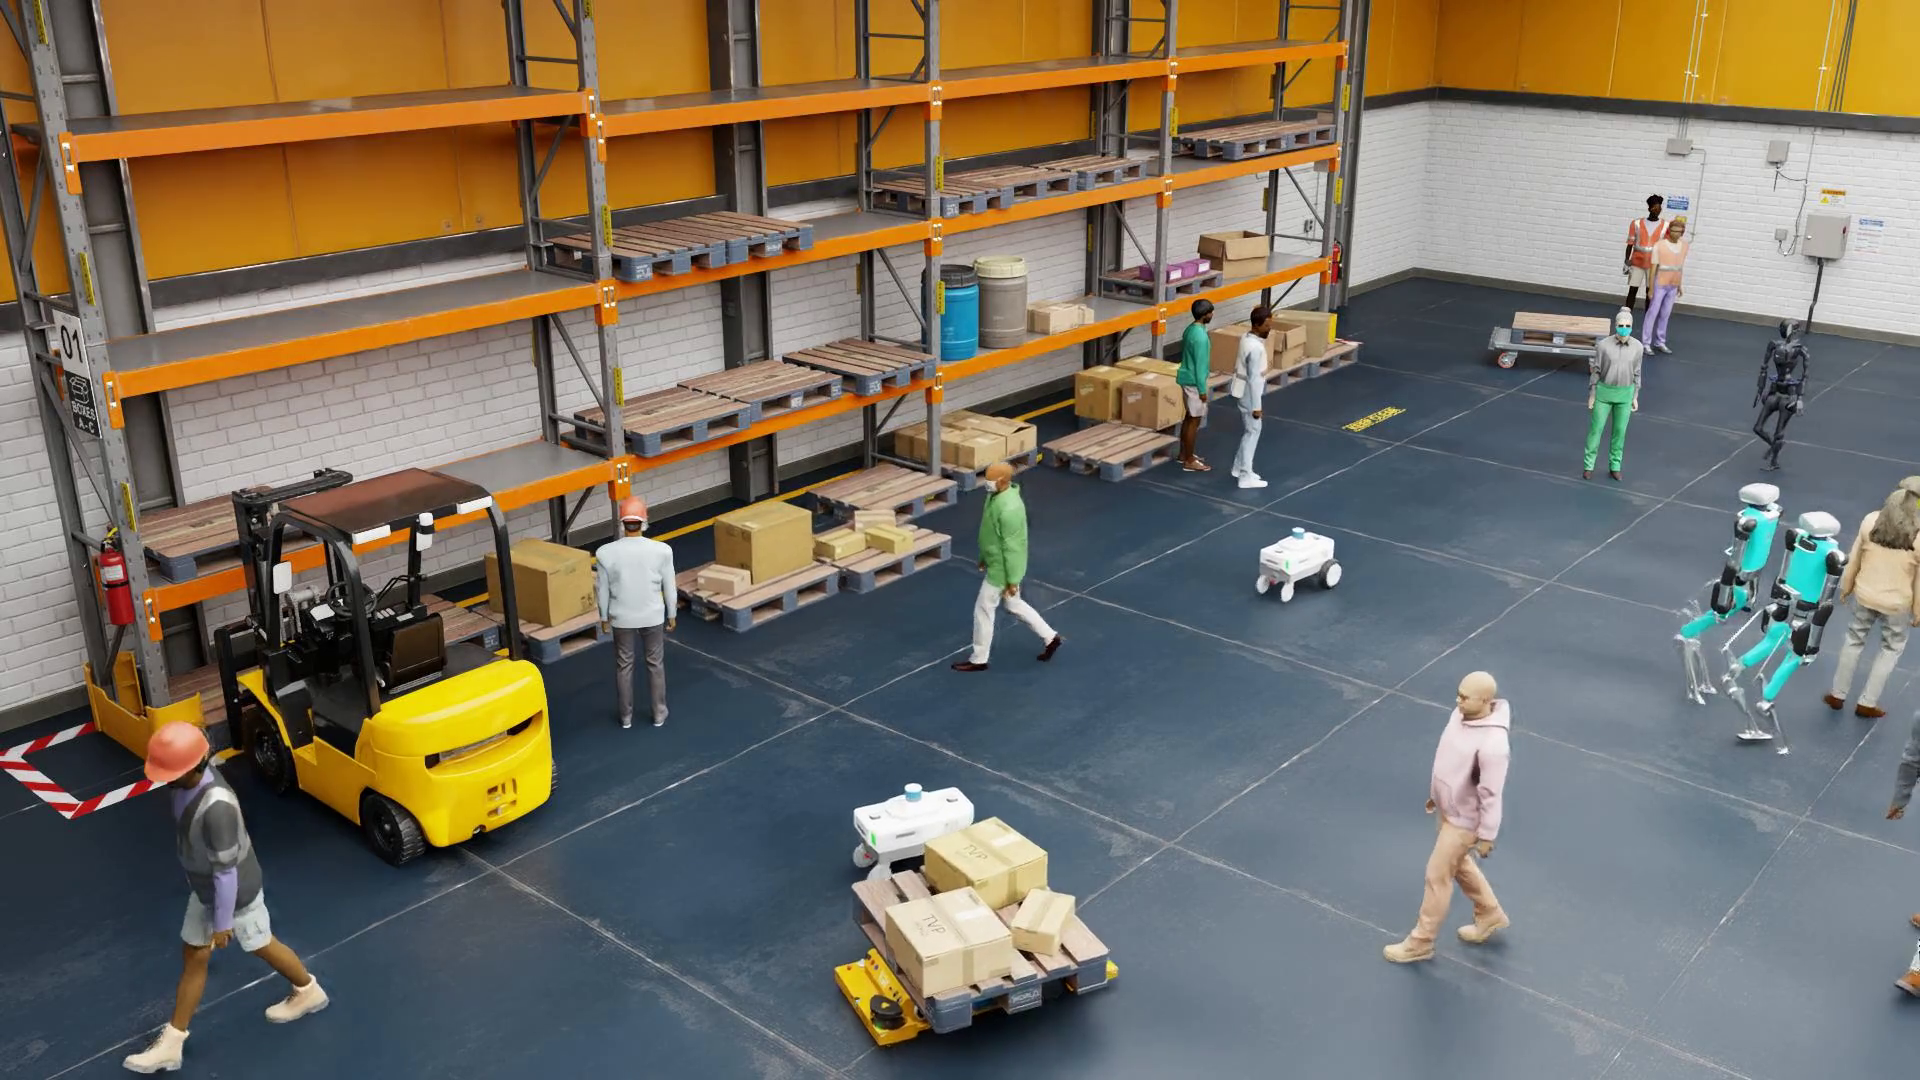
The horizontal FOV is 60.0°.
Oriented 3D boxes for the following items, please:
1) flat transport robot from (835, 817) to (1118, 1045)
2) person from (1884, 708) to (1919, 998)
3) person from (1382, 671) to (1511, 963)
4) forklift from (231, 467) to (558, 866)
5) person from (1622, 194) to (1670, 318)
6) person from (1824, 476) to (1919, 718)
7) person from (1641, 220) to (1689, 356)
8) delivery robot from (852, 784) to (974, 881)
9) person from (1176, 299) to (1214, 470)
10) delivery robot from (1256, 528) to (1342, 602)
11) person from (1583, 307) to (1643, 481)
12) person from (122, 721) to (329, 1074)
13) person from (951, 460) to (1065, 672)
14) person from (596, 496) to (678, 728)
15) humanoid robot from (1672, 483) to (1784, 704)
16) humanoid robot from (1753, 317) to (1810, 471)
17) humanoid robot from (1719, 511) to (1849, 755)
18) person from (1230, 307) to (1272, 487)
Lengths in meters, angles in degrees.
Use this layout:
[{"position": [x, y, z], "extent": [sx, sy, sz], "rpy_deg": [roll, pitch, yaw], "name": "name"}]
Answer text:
[{"position": [0.088, 2.352, 9.179], "extent": [1.431, 0.231, 0.659], "rpy_deg": [-9, 22, -23], "name": "flat transport robot"}, {"position": [5.464, 1.526, 9.132], "extent": [1.090, 1.864, 0.690], "rpy_deg": [-12, 23, -29], "name": "person"}, {"position": [2.802, 1.529, 9.260], "extent": [0.763, 1.759, 0.545], "rpy_deg": [-2, 20, -5], "name": "person"}, {"position": [-3.730, 0.710, 10.856], "extent": [2.313, 2.155, 1.214], "rpy_deg": [17, 26, 38], "name": "forklift"}, {"position": [9.835, -3.963, 23.838], "extent": [0.612, 1.965, 0.361], "rpy_deg": [8, 22, 22], "name": "person"}, {"position": [6.703, 0.424, 12.122], "extent": [0.394, 1.861, 0.631], "rpy_deg": [-18, 27, -39], "name": "person"}, {"position": [9.571, -3.437, 22.597], "extent": [0.562, 1.838, 0.389], "rpy_deg": [-7, 21, -19], "name": "person"}, {"position": [-0.268, 1.784, 10.281], "extent": [0.753, 0.579, 0.499], "rpy_deg": [-9, 22, -23], "name": "delivery robot"}, {"position": [2.499, -1.666, 17.800], "extent": [0.394, 1.843, 0.501], "rpy_deg": [-2, 20, -6], "name": "person"}, {"position": [2.979, 0.192, 14.646], "extent": [0.802, 0.614, 0.499], "rpy_deg": [-17, 26, -39], "name": "delivery robot"}, {"position": [6.850, -1.528, 17.426], "extent": [0.521, 1.839, 0.336], "rpy_deg": [3, 20, 8], "name": "person"}, {"position": [-3.765, 1.747, 8.372], "extent": [1.068, 1.958, 0.680], "rpy_deg": [-19, 27, -41], "name": "person"}, {"position": [0.388, 0.200, 12.874], "extent": [0.843, 1.751, 0.547], "rpy_deg": [-1, 20, -2], "name": "person"}, {"position": [-2.323, 0.523, 12.011], "extent": [0.572, 1.739, 0.351], "rpy_deg": [-4, 21, -10], "name": "person"}, {"position": [5.626, 0.380, 12.386], "extent": [0.534, 1.770, 0.706], "rpy_deg": [-16, 26, -37], "name": "humanoid robot"}, {"position": [8.809, -1.557, 17.744], "extent": [0.407, 1.648, 0.612], "rpy_deg": [-10, 22, -24], "name": "humanoid robot"}, {"position": [5.654, 0.678, 11.595], "extent": [0.685, 1.798, 0.555], "rpy_deg": [-4, 21, -11], "name": "humanoid robot"}, {"position": [3.008, -1.482, 17.218], "extent": [0.415, 1.904, 0.599], "rpy_deg": [1, 20, 3], "name": "person"}]
